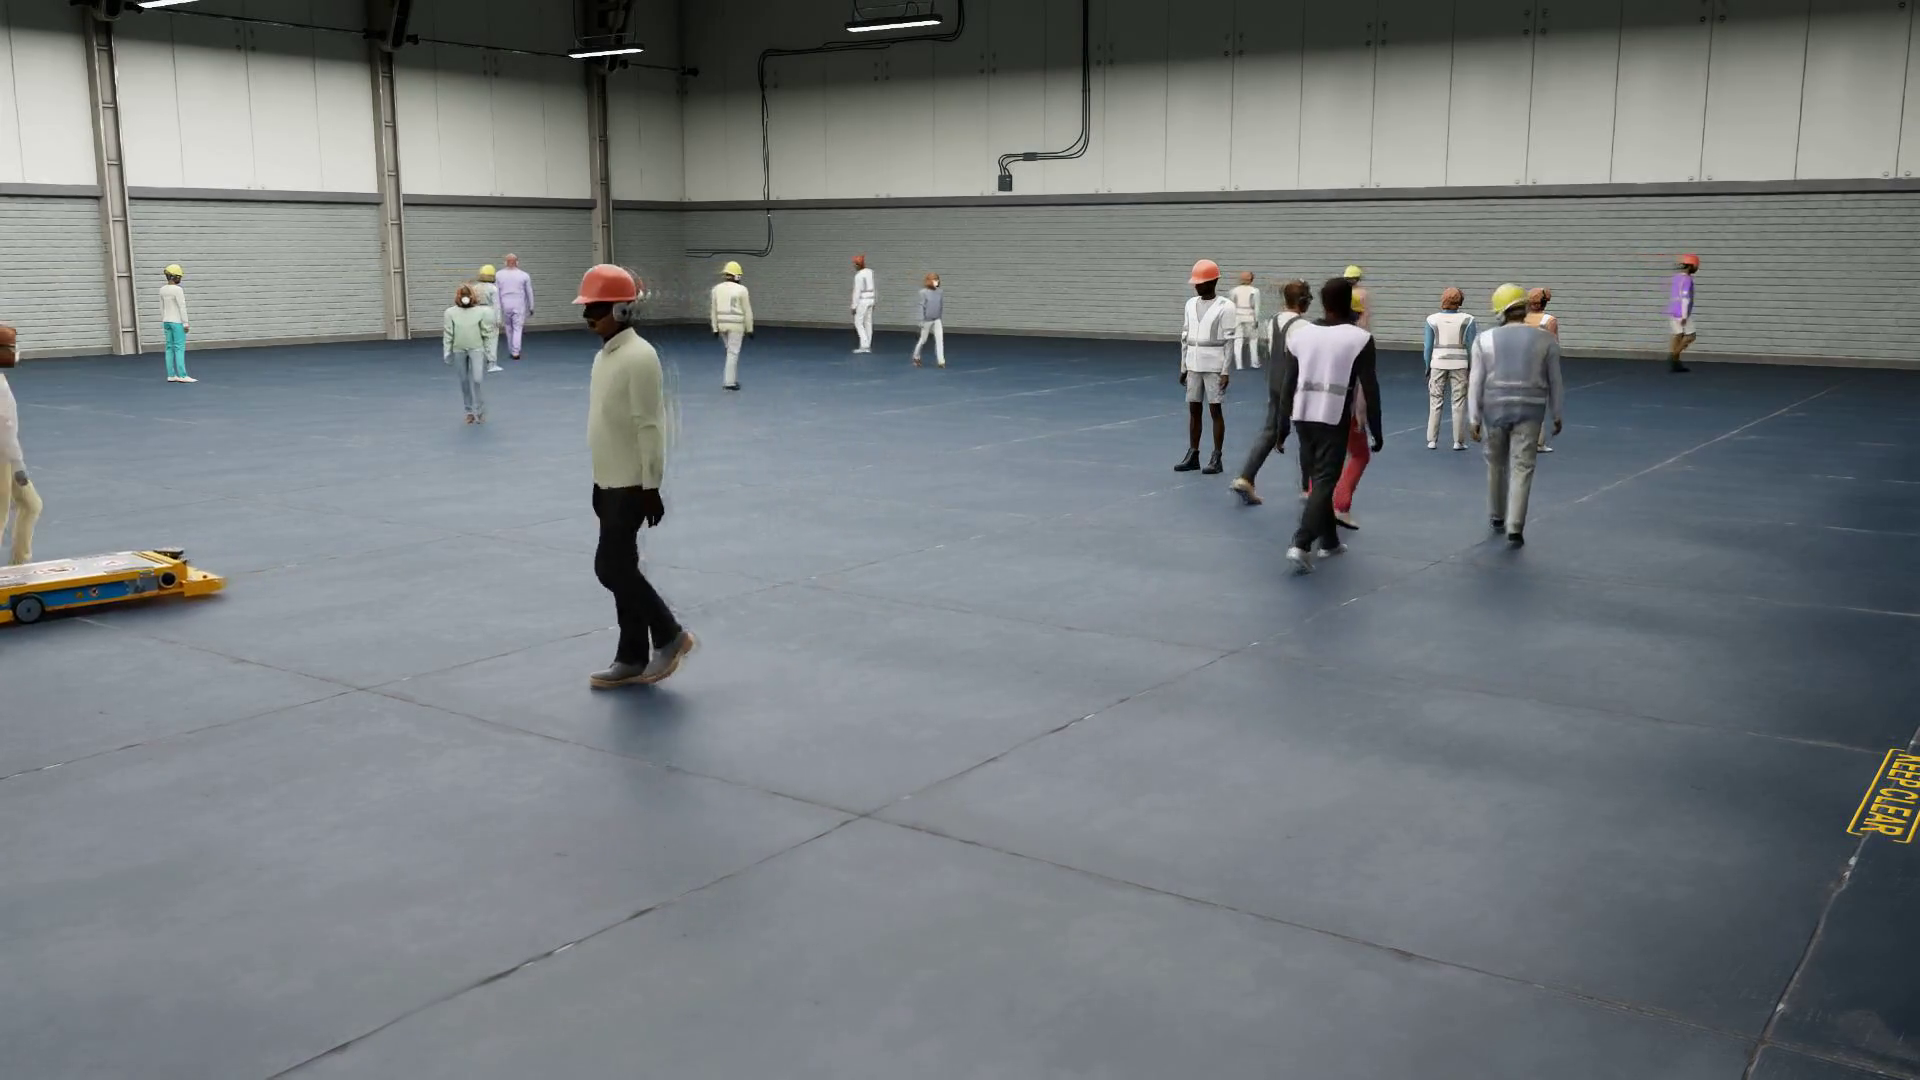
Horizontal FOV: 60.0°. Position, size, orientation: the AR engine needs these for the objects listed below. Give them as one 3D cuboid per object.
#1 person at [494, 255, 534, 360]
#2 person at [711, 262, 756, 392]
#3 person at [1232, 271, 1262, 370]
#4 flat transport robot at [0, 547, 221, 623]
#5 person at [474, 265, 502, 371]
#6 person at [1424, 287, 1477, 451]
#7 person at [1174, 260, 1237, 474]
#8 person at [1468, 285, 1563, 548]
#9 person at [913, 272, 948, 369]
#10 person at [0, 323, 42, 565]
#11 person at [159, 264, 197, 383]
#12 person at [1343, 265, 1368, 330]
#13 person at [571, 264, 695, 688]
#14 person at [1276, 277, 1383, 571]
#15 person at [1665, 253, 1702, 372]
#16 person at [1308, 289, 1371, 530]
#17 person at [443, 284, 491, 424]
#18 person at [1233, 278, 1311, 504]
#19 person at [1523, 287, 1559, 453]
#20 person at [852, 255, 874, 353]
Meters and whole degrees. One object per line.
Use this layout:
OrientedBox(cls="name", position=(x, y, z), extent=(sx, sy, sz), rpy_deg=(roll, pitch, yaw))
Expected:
OrientedBox(cls="person", position=(-8.028, -4.197, 30.006), extent=(0.673, 1.851, 0.981), rpy_deg=(-1, 10, -4))
OrientedBox(cls="person", position=(-3.135, -2.984, 23.351), extent=(0.591, 1.807, 0.691), rpy_deg=(7, 12, 34))
OrientedBox(cls="person", position=(4.725, -3.600, 27.339), extent=(0.538, 1.616, 0.669), rpy_deg=(6, 12, 29))
OrientedBox(cls="flat transport robot", position=(-5.089, 0.255, 9.519), extent=(0.652, 0.197, 1.431), rpy_deg=(10, 14, 44))
OrientedBox(cls="person", position=(-7.663, -3.599, 27.016), extent=(0.499, 1.726, 0.417), rpy_deg=(5, 11, 27))
OrientedBox(cls="person", position=(4.915, -1.713, 16.710), extent=(0.514, 1.641, 0.309), rpy_deg=(4, 11, 23))
OrientedBox(cls="person", position=(2.211, -1.558, 15.035), extent=(0.543, 1.928, 0.374), rpy_deg=(9, 14, 42))
OrientedBox(cls="person", position=(3.879, -0.877, 11.624), extent=(0.612, 1.771, 0.939), rpy_deg=(4, 11, 21))
OrientedBox(cls="person", position=(-0.507, -3.669, 27.799), extent=(0.505, 1.605, 0.840), rpy_deg=(-7, 12, -33))
OrientedBox(cls="person", position=(-5.552, -0.460, 9.757), extent=(0.564, 1.609, 0.519), rpy_deg=(-7, 12, -33))
OrientedBox(cls="person", position=(-11.725, -3.232, 24.888), extent=(0.523, 1.760, 0.328), rpy_deg=(6, 12, 30))
OrientedBox(cls="person", position=(5.691, -3.108, 24.176), extent=(0.459, 1.754, 0.540), rpy_deg=(-9, 13, -40))
OrientedBox(cls="person", position=(-1.575, -0.278, 7.709), extent=(0.426, 1.980, 0.655), rpy_deg=(-6, 12, -29))
OrientedBox(cls="person", position=(2.345, -0.756, 10.713), extent=(0.609, 1.870, 0.992), rpy_deg=(8, 13, 39))
OrientedBox(cls="person", position=(11.673, -3.644, 26.761), extent=(0.421, 1.915, 0.538), rpy_deg=(0, 10, 2))
OrientedBox(cls="person", position=(2.714, -0.918, 11.944), extent=(0.455, 1.742, 0.546), rpy_deg=(-9, 13, -40))
OrientedBox(cls="person", position=(-5.664, -2.121, 19.079), extent=(0.512, 1.610, 0.716), rpy_deg=(-1, 10, -5))
OrientedBox(cls="person", position=(2.575, -1.176, 13.249), extent=(0.914, 1.813, 0.526), rpy_deg=(-6, 12, -32))
OrientedBox(cls="person", position=(5.711, -1.689, 16.575), extent=(0.307, 1.639, 0.525), rpy_deg=(-8, 13, -37))
OrientedBox(cls="person", position=(-1.799, -4.452, 31.493), extent=(0.387, 1.857, 0.645), rpy_deg=(5, 12, 28))
